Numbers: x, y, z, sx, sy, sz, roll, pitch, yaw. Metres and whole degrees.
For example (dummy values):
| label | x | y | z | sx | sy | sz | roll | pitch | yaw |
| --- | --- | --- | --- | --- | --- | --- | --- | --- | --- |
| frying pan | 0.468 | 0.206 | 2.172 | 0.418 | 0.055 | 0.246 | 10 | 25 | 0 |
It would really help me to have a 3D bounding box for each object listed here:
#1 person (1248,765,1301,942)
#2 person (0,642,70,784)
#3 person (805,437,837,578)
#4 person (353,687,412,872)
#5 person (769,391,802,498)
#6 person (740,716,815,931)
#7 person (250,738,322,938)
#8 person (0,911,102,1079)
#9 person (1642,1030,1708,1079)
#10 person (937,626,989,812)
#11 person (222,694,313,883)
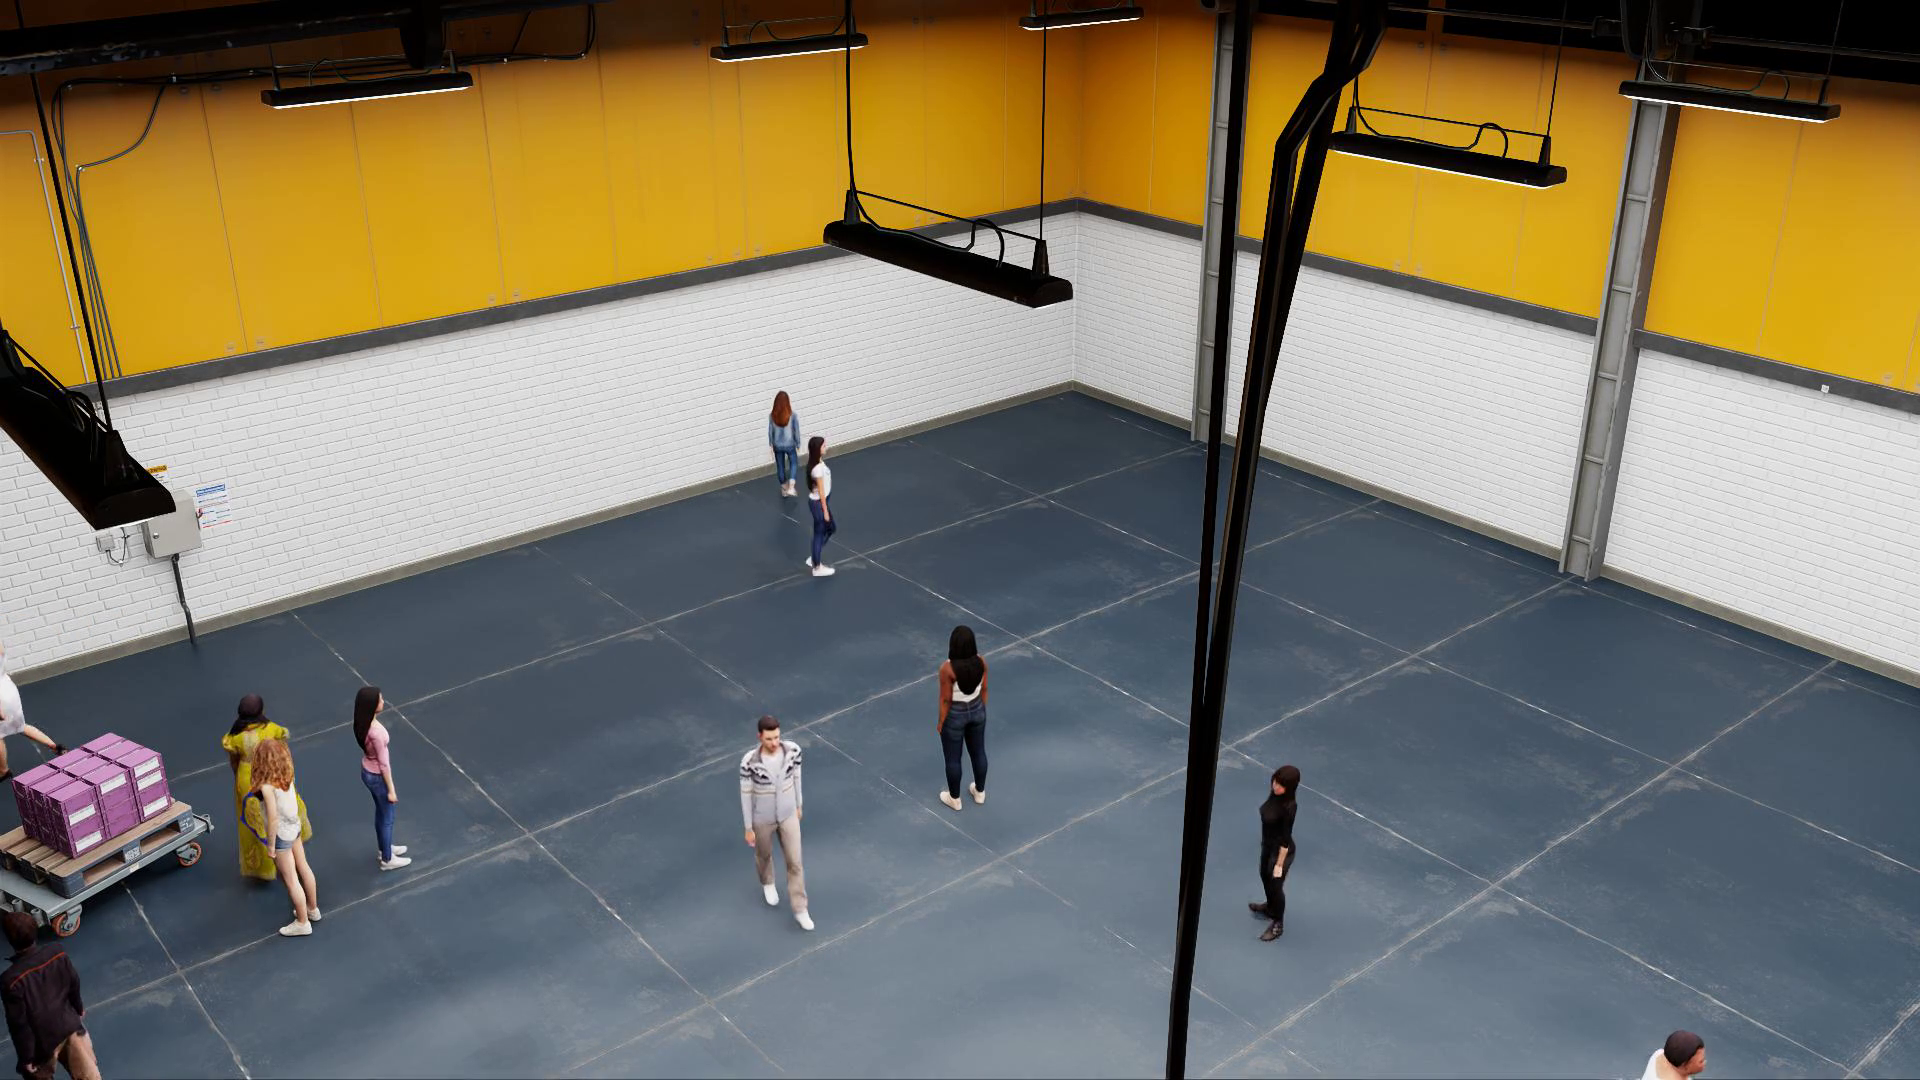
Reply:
| label | x | y | z | sx | sy | sz | roll | pitch | yaw |
| --- | --- | --- | --- | --- | --- | --- | --- | --- | --- |
| person | 2.531 | 2.452 | 13.278 | 0.829 | 1.627 | 0.664 | 1 | 24 | 1 |
| person | -8.766 | 1.482 | 15.371 | 0.999 | 1.727 | 1.009 | -1 | 24 | -3 |
| person | -1.743 | -0.379 | 19.578 | 0.797 | 1.769 | 0.716 | -3 | 24 | -6 |
| person | -4.952 | 2.013 | 14.142 | 0.650 | 1.741 | 0.482 | -15 | 28 | -31 |
| person | -2.325 | -1.234 | 21.905 | 0.703 | 1.471 | 0.756 | 1 | 24 | 1 |
| person | -1.549 | 2.206 | 13.602 | 0.917 | 1.819 | 1.168 | -9 | 25 | -20 |
| person | -5.387 | 2.364 | 13.315 | 0.710 | 1.759 | 0.654 | 3 | 24 | 6 |
| person | -5.925 | 3.332 | 10.957 | 1.367 | 1.875 | 0.990 | 14 | 27 | 29 |
| person | 4.253 | 3.722 | 10.326 | 1.064 | 1.664 | 0.954 | 6 | 24 | 13 |
| person | 0.038 | 1.594 | 15.013 | 0.703 | 1.809 | 0.689 | -10 | 26 | -23 |
| person | -5.869 | 2.123 | 14.043 | 1.031 | 1.617 | 1.329 | -10 | 26 | -22 |
